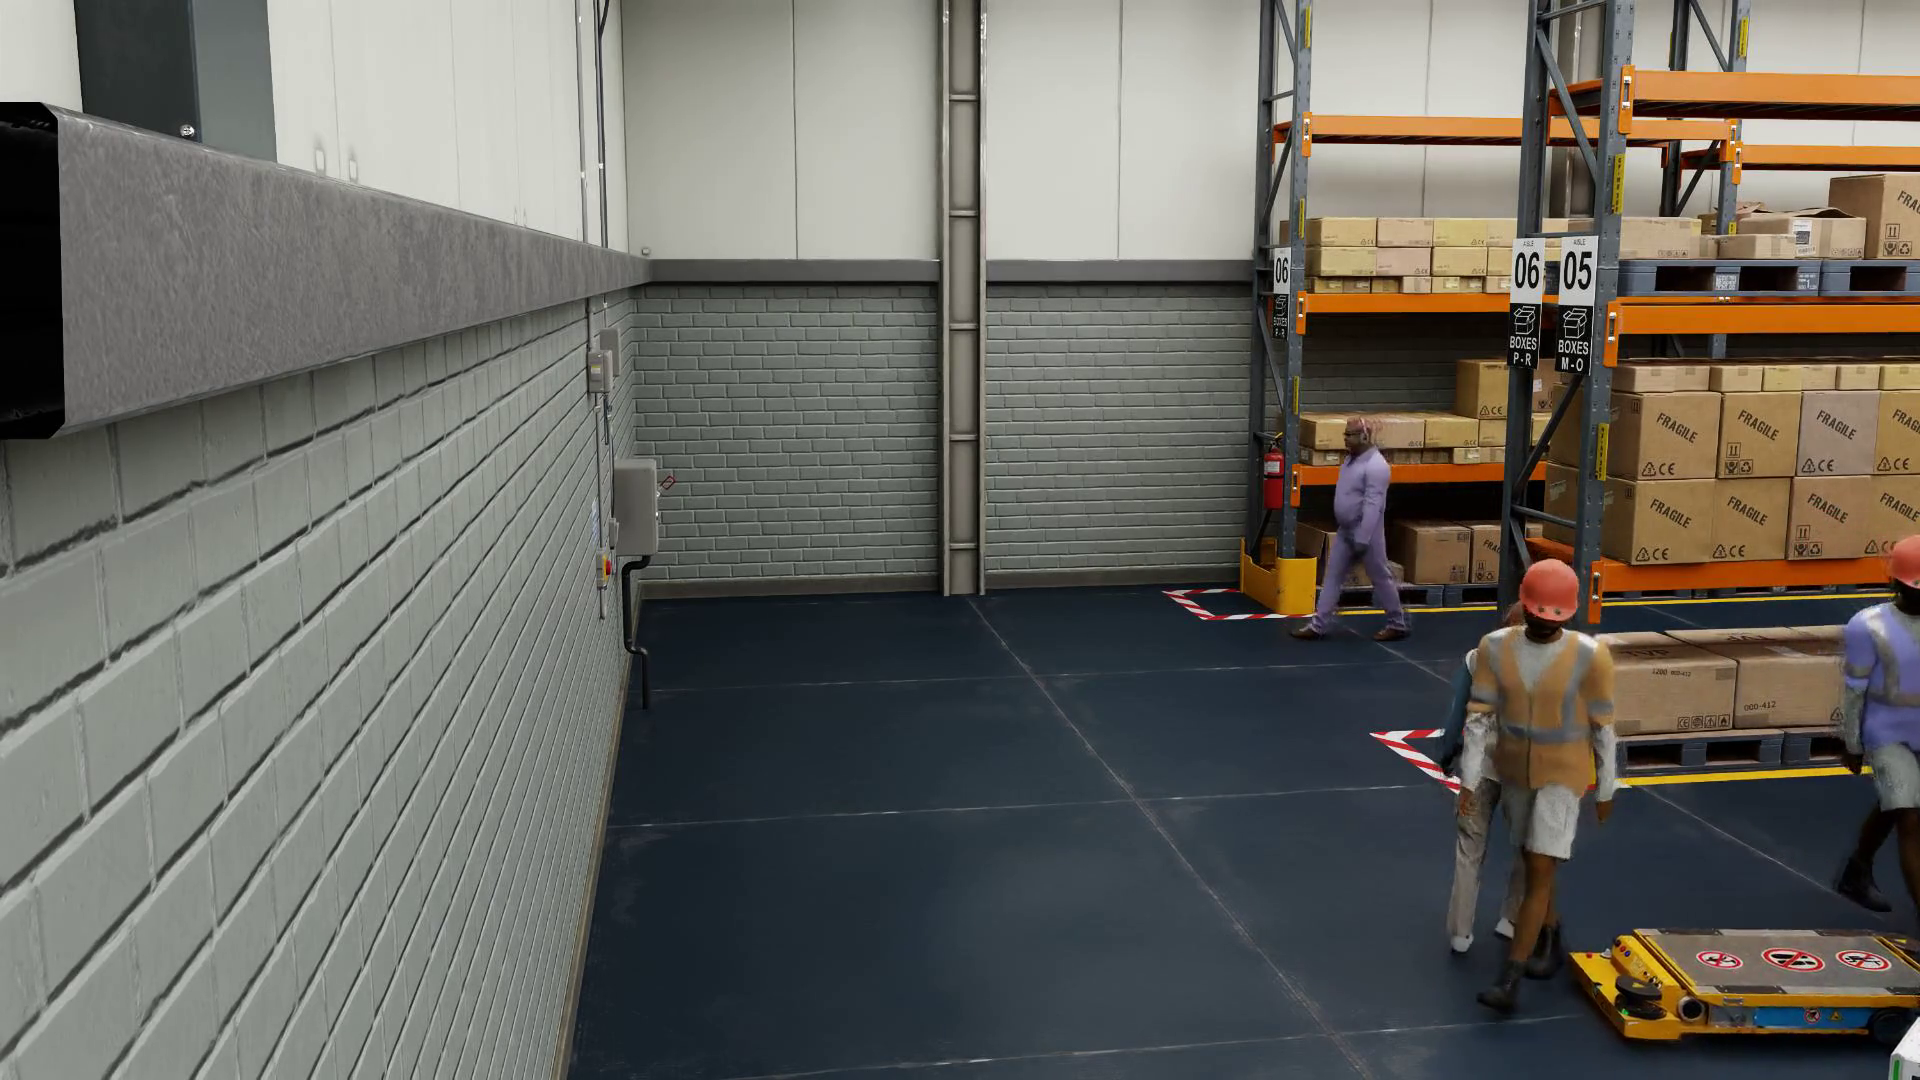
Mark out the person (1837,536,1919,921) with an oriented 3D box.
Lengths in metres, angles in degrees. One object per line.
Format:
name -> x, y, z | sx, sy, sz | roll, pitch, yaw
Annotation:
person -> 4.300, 0.894, 7.532 | 0.558, 1.864, 1.054 | -1, 9, -3

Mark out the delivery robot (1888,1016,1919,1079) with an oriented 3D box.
delivery robot -> 3.465, 1.791, 5.733 | 0.477, 0.478, 0.707 | 8, 12, 41

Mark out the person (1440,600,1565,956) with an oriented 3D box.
person -> 2.392, 1.043, 7.369 | 0.631, 1.610, 0.485 | 6, 11, 33

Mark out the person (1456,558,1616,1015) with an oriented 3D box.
person -> 2.355, 0.997, 6.858 | 0.565, 1.868, 0.970 | 7, 12, 39

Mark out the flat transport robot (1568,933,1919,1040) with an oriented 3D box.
flat transport robot -> 3.318, 1.807, 6.794 | 1.431, 0.197, 0.652 | 0, 9, 1

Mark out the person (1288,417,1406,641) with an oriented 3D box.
person -> 3.229, -0.073, 13.517 | 0.991, 1.853, 0.666 | -2, 9, -14
